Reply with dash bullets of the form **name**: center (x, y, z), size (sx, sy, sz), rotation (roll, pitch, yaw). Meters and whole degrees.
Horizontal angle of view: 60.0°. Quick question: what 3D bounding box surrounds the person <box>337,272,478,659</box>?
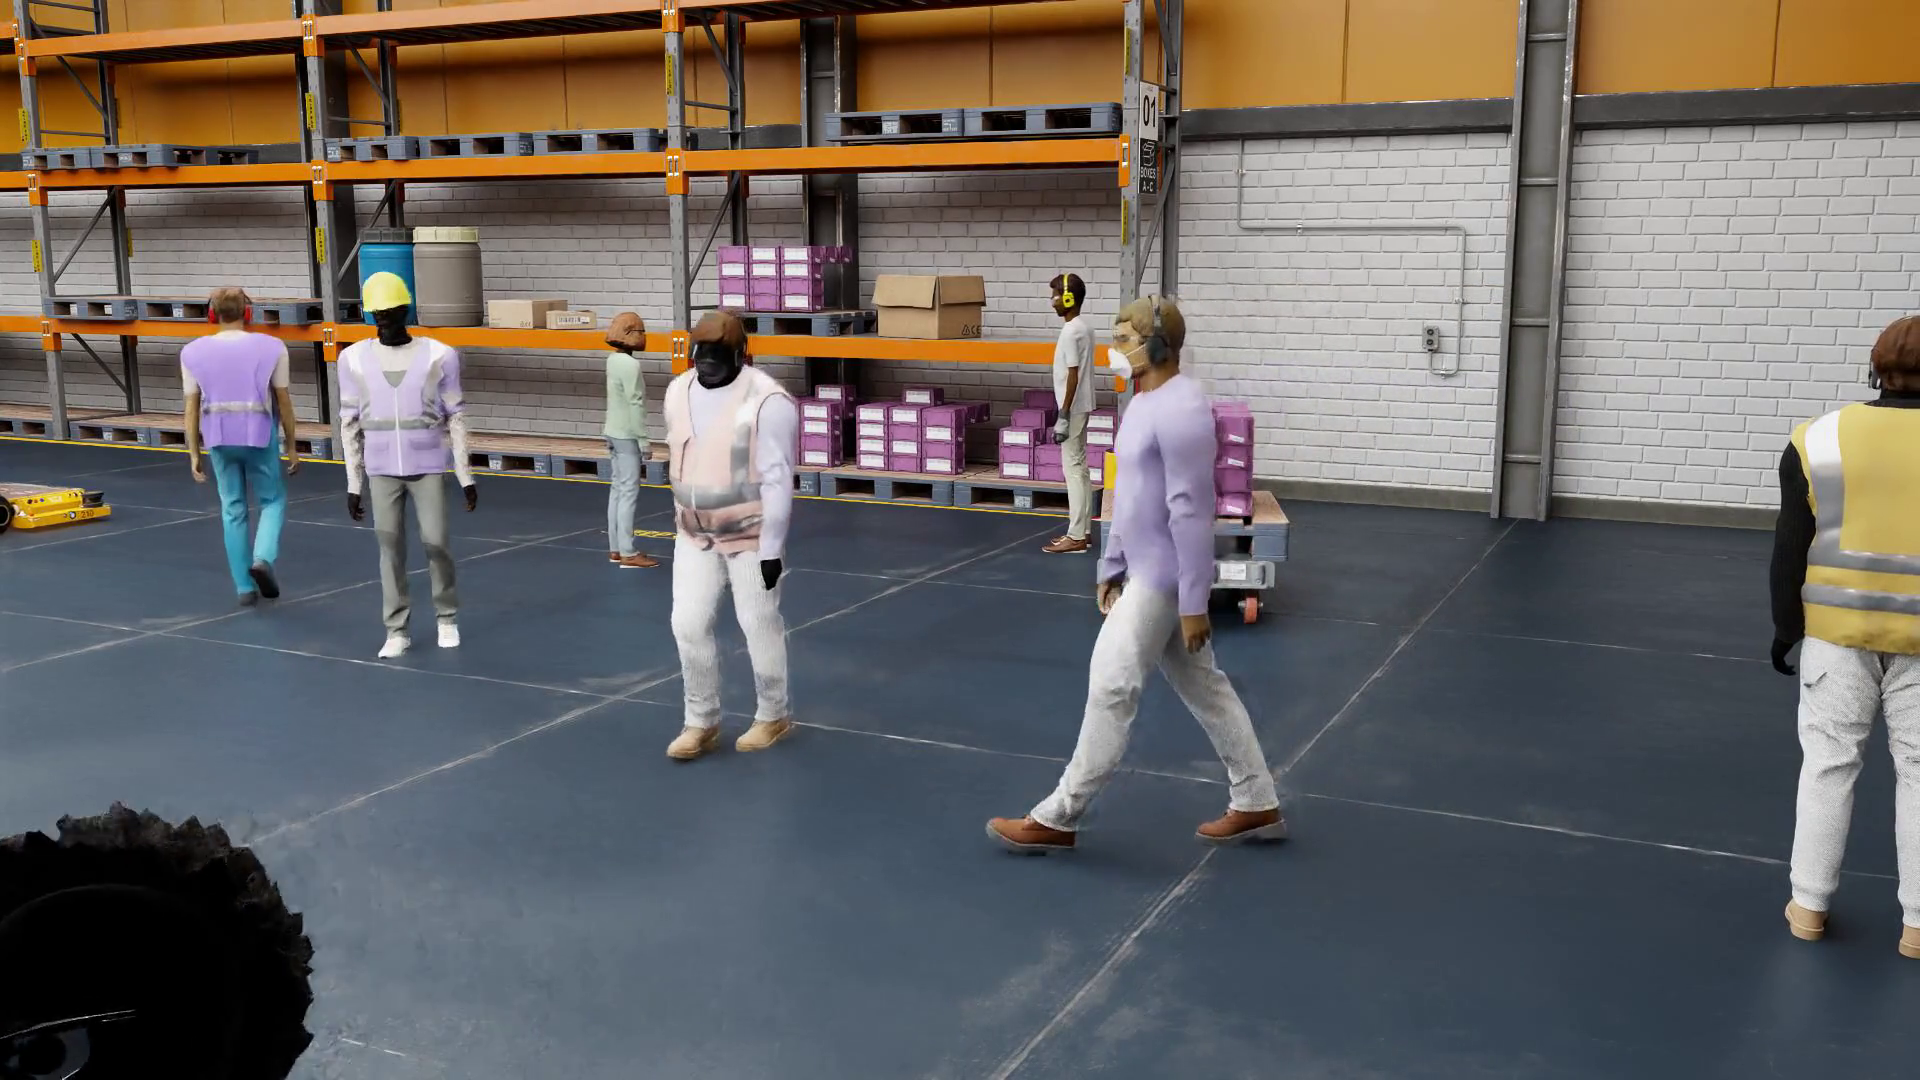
- **person**: center (-2.758, -0.371, 8.354), size (0.664, 1.917, 0.486), rotation (-2, 10, -9)

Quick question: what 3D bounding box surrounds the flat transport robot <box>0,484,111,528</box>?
- **flat transport robot**: center (-7.147, -0.275, 12.448), size (1.431, 0.197, 0.652), rotation (4, 11, 23)

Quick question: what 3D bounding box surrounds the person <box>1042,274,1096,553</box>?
- **person**: center (0.736, -0.839, 11.133), size (0.328, 1.862, 0.517), rotation (3, 10, 17)

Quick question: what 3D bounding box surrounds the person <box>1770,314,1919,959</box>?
- **person**: center (2.678, 0.277, 4.799), size (0.633, 1.839, 0.429), rotation (6, 12, 30)

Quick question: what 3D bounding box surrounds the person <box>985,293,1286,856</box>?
- **person**: center (0.643, 0.131, 5.529), size (1.042, 1.885, 0.653), rotation (0, 10, -1)

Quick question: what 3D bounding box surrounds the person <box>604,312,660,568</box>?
- **person**: center (-2.128, -0.638, 10.652), size (0.274, 1.632, 0.501), rotation (-5, 11, -25)

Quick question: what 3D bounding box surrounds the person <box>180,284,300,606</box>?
- **person**: center (-4.055, -0.523, 9.398), size (0.588, 1.828, 0.467), rotation (-3, 10, -14)

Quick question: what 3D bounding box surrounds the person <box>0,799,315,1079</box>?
- **person**: center (-0.476, 0.999, 1.113), size (0.424, 1.677, 0.549), rotation (0, 10, -1)

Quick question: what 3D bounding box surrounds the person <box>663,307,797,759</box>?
- **person**: center (-0.898, -0.011, 6.553), size (0.644, 1.800, 0.689), rotation (5, 11, 28)
